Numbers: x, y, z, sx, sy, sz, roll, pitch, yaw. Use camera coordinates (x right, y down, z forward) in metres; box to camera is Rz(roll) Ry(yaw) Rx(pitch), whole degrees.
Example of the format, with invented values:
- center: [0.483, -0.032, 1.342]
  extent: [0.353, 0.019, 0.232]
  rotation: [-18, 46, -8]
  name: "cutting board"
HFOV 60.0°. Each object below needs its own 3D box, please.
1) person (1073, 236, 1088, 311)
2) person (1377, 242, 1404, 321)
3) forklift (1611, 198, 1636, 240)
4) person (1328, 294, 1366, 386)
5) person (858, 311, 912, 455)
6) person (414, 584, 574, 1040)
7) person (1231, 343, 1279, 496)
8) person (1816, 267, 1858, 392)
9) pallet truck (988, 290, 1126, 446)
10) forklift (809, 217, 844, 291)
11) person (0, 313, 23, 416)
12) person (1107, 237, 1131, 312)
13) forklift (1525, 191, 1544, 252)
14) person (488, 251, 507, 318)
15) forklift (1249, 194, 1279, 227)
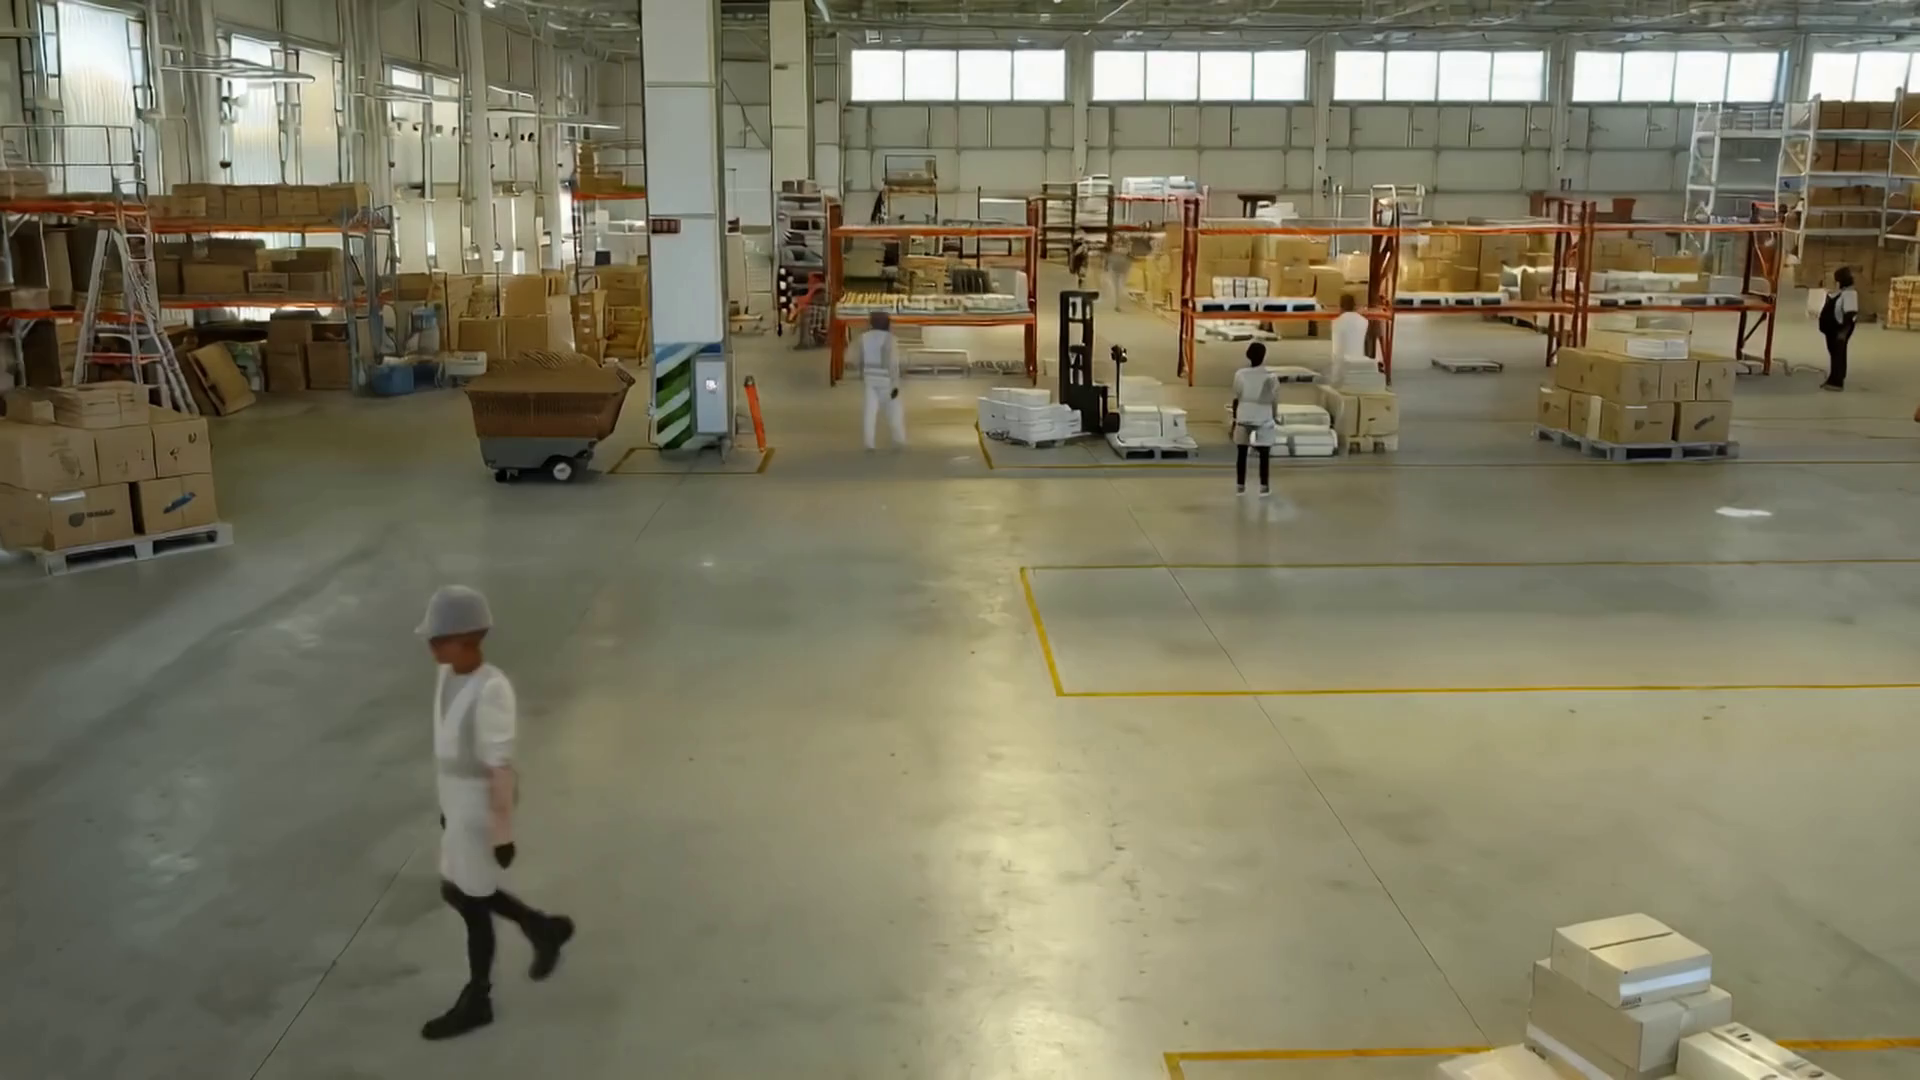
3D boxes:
- center: [3.107, -6.870, 42.930]
  extent: [0.380, 1.917, 0.586]
  rotation: [0, 12, -1]
  name: "person"
- center: [10.393, -6.258, 40.155]
  extent: [0.651, 1.922, 0.453]
  rotation: [1, 13, 2]
  name: "person"
- center: [18.431, -8.134, 46.447]
  extent: [1.873, 2.768, 1.129]
  rotation: [9, 16, 36]
  name: "forklift"
- center: [5.417, -2.478, 23.191]
  extent: [0.646, 1.898, 1.032]
  rotation: [-6, 14, -27]
  name: "person"
- center: [-0.947, -2.011, 21.247]
  extent: [0.636, 1.809, 0.828]
  rotation: [8, 15, 31]
  name: "person"
- center: [-1.967, 1.101, 6.925]
  extent: [0.630, 1.926, 0.558]
  rotation: [-9, 15, -36]
  name: "person"
- center: [3.266, -1.335, 18.457]
  extent: [0.537, 1.698, 0.320]
  rotation: [5, 14, 22]
  name: "person"
- center: [14.314, -3.442, 27.172]
  extent: [0.539, 2.000, 0.689]
  rotation: [4, 13, 16]
  name: "person"
- center: [1.257, -2.299, 22.111]
  extent: [1.885, 1.965, 0.823]
  rotation: [-9, 15, -35]
  name: "pallet truck"
- center: [-4.372, -8.620, 48.640]
  extent: [1.873, 2.768, 1.129]
  rotation: [0, 12, -2]
  name: "forklift"
- center: [-11.446, -1.755, 19.875]
  extent: [0.455, 1.897, 0.605]
  rotation: [3, 13, 12]
  name: "person"
- center: [4.081, -6.864, 42.945]
  extent: [0.641, 1.910, 0.913]
  rotation: [-3, 13, -15]
  name: "person"
- center: [21.705, -11.781, 62.913]
  extent: [1.873, 2.768, 1.129]
  rotation: [1, 13, 5]
  name: "forklift"
- center: [-11.392, -6.266, 40.861]
  extent: [0.522, 1.631, 0.324]
  rotation: [12, 17, 43]
  name: "person"
- center: [10.057, -10.104, 55.342]
  extent: [1.129, 2.768, 1.873]
  rotation: [-2, 13, -10]
  name: "forklift"
